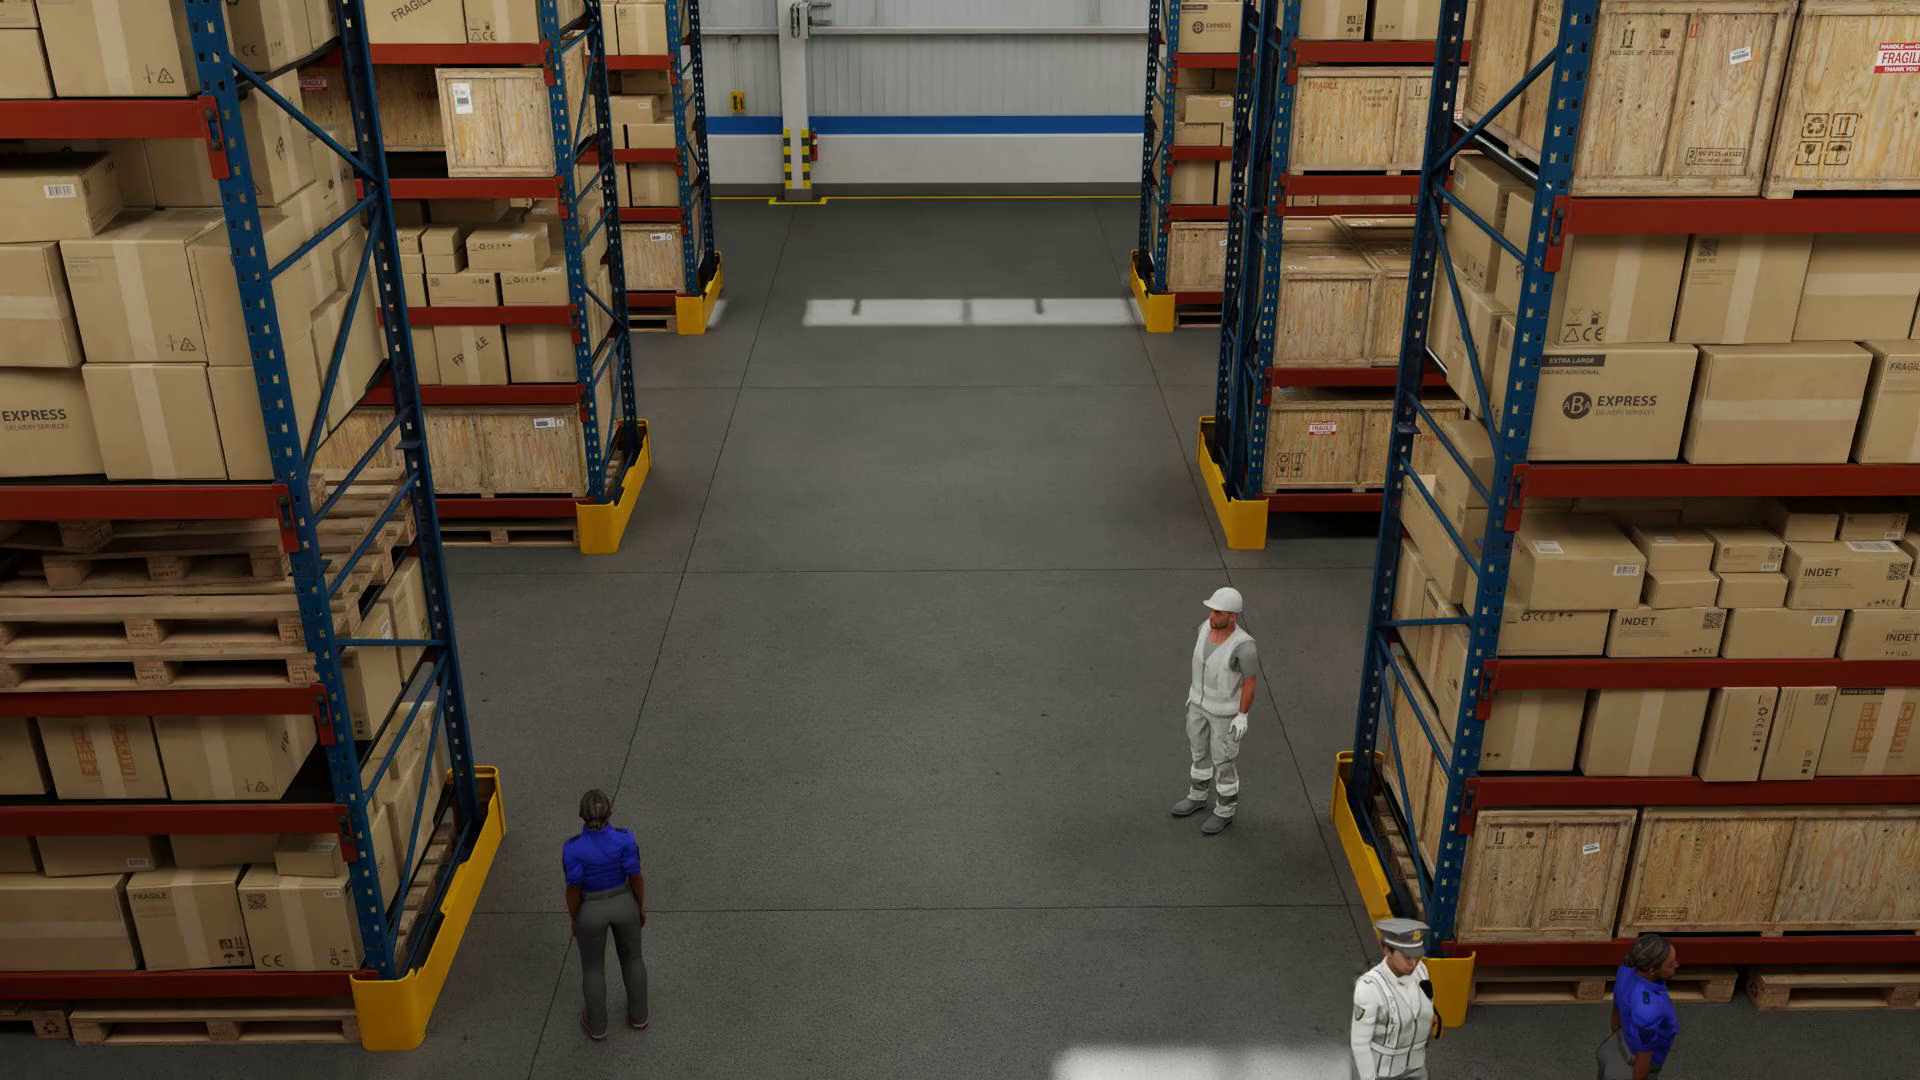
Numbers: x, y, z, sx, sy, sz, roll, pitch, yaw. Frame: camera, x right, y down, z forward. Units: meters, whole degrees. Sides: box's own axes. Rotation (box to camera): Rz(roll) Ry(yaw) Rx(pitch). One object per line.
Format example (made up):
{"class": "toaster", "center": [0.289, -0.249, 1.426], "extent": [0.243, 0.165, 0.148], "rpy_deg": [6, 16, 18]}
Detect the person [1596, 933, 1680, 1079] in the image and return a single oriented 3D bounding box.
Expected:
{"class": "person", "center": [3.369, 2.665, 8.308], "extent": [0.336, 1.660, 0.452], "rpy_deg": [2, 25, 5]}

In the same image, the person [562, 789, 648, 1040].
{"class": "person", "center": [-2.024, 2.107, 9.499], "extent": [0.435, 1.657, 0.357], "rpy_deg": [-9, 27, -19]}

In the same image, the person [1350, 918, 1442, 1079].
{"class": "person", "center": [2.213, 2.658, 8.261], "extent": [0.529, 1.660, 0.819], "rpy_deg": [-11, 27, -23]}

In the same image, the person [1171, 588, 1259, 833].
{"class": "person", "center": [1.738, 1.147, 11.392], "extent": [0.367, 1.795, 0.543], "rpy_deg": [-18, 30, -33]}
